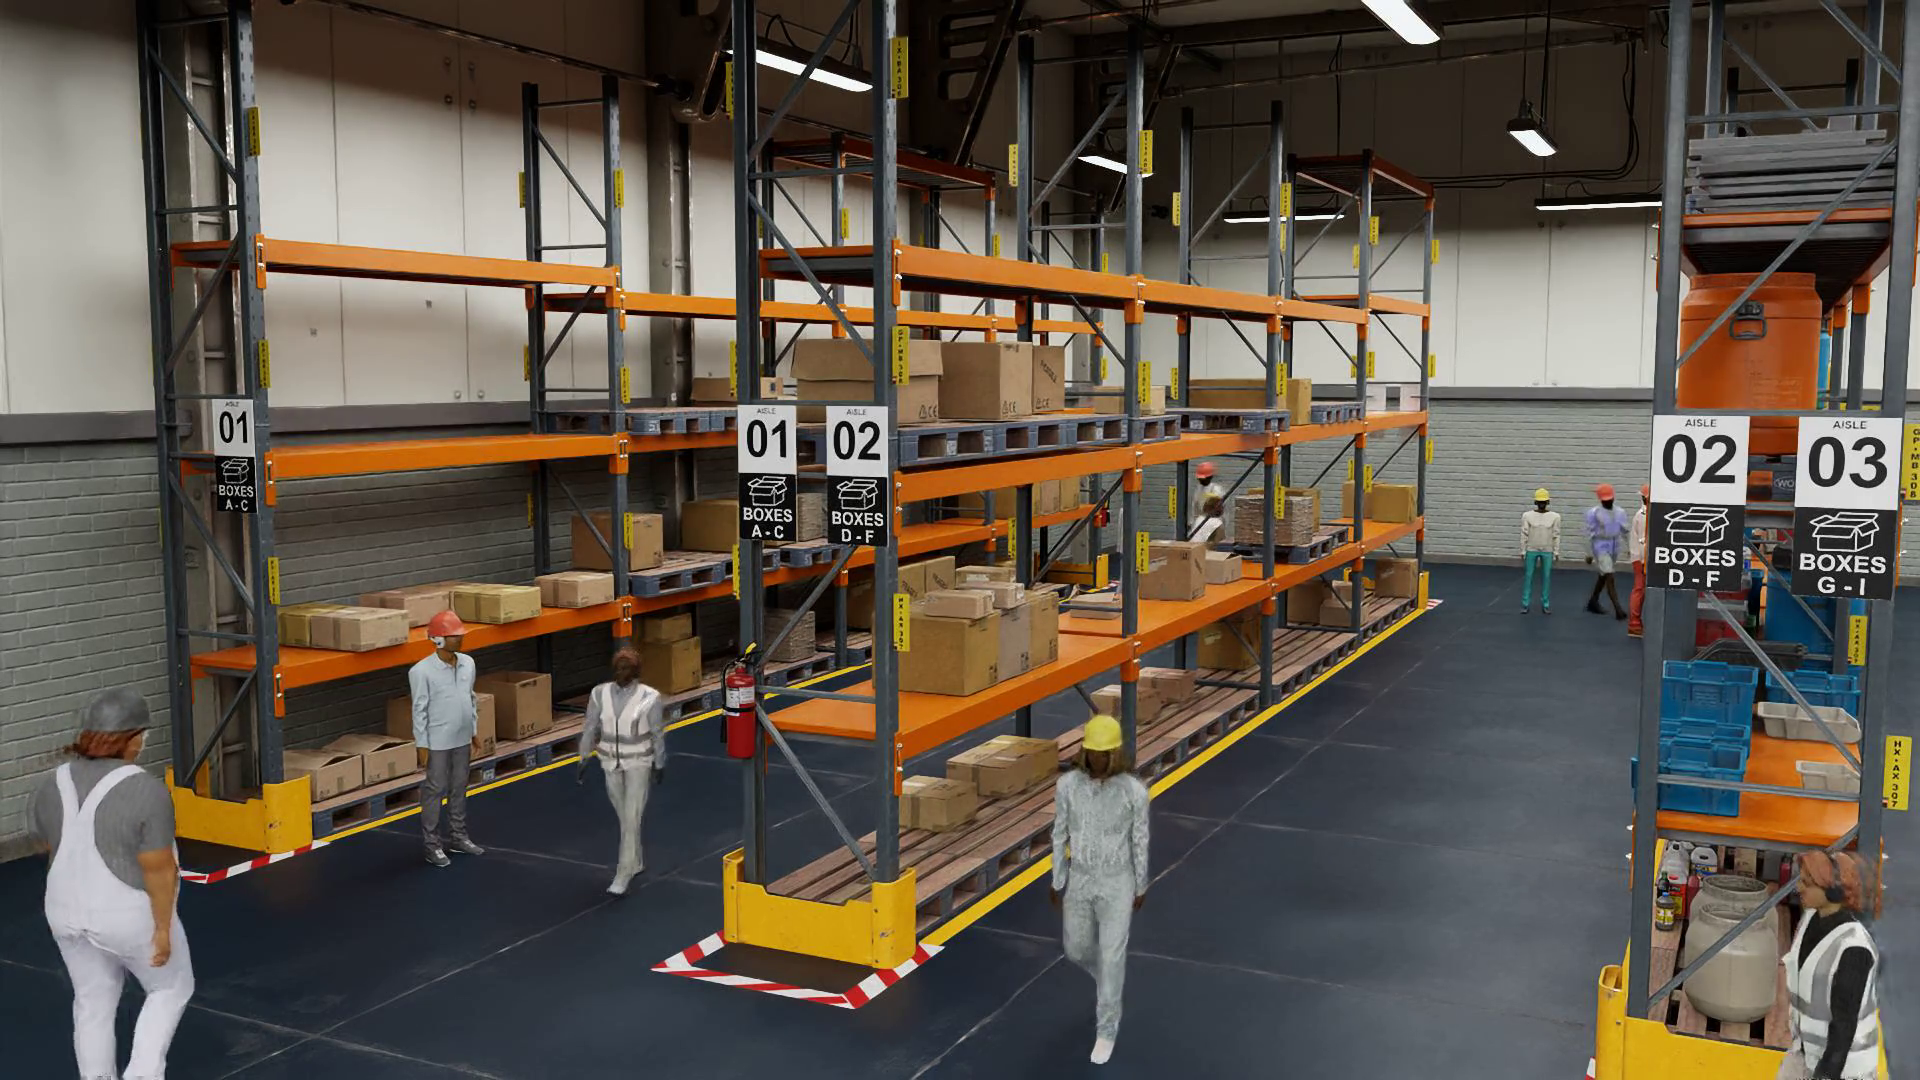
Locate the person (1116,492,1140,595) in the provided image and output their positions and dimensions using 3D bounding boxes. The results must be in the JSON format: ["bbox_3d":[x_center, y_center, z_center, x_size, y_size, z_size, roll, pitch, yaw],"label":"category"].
[{"bbox_3d":[2.295,0.187,22.567,0.323,1.860,0.509,-2,6,-18],"label":"person"}]

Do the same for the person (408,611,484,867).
[{"bbox_3d":[-3.562,1.364,11.583,0.319,1.755,0.573,3,7,28],"label":"person"}]

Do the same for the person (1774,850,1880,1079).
[{"bbox_3d":[3.346,1.980,6.386,0.864,1.596,0.527,0,6,2],"label":"person"}]

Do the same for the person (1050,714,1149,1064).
[{"bbox_3d":[0.730,1.705,8.426,0.488,1.722,0.609,2,6,22],"label":"person"}]

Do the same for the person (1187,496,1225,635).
[{"bbox_3d":[3.272,0.327,21.492,0.941,1.782,0.565,-2,6,-18],"label":"person"}]

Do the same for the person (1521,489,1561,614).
[{"bbox_3d":[8.109,0.161,23.239,0.526,1.769,0.328,2,6,15],"label":"person"}]

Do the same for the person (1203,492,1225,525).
[{"bbox_3d":[3.461,0.219,22.790,0.319,1.742,0.492,4,7,31],"label":"person"}]

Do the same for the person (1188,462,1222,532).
[{"bbox_3d":[3.727,-0.208,25.715,0.853,2.004,0.762,-2,6,-17],"label":"person"}]

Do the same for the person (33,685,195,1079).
[{"bbox_3d":[-3.770,1.647,7.476,0.695,2.000,0.538,1,6,11],"label":"person"}]

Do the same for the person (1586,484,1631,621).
[{"bbox_3d":[8.934,0.152,22.894,0.663,1.867,0.999,-2,6,-16],"label":"person"}]

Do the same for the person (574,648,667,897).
[{"bbox_3d":[-2.235,1.517,10.885,0.536,1.596,0.817,2,6,15],"label":"person"}]
